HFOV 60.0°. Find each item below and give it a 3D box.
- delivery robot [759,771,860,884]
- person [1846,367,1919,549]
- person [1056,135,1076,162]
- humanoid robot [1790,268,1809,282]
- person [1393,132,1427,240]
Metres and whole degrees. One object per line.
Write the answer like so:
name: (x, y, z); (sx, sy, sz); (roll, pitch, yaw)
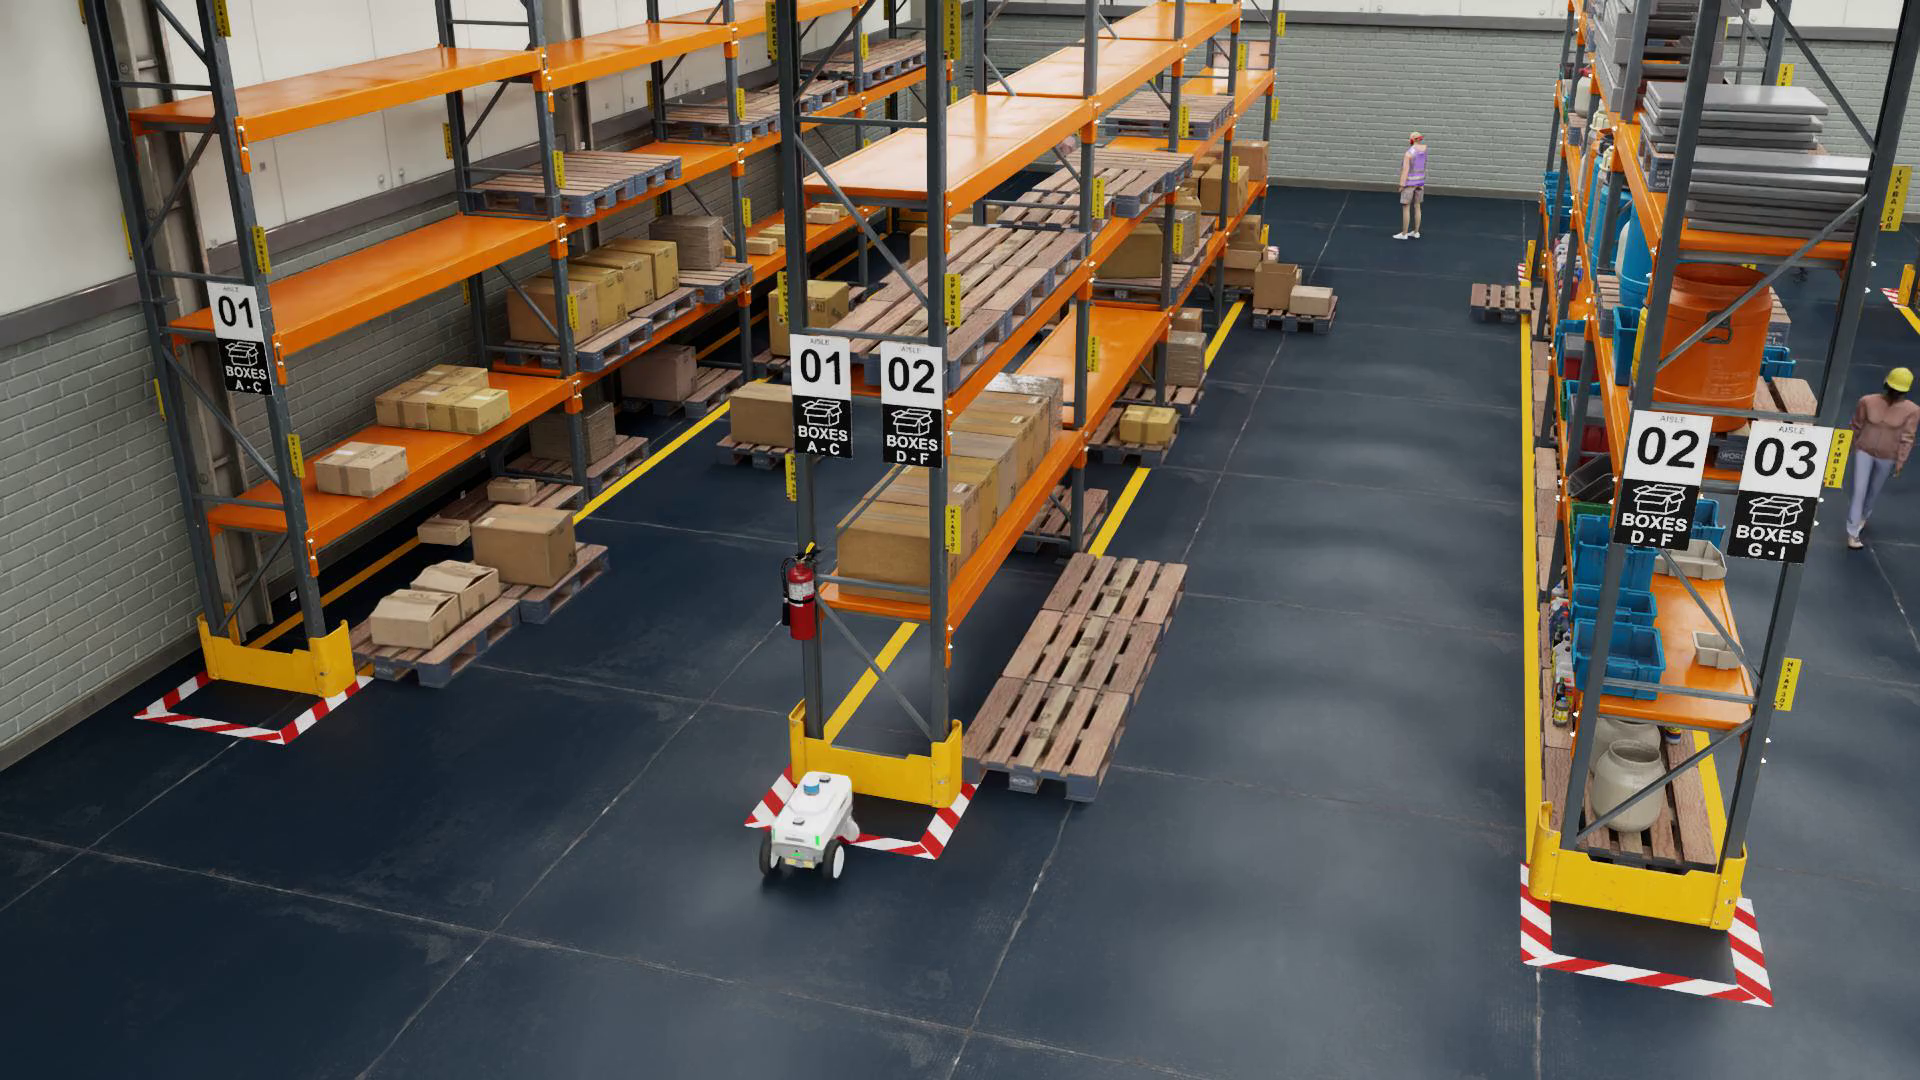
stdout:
delivery robot: (-0.937, 1.824, 10.606); (0.525, 0.613, 0.785); (6, 24, 13)
person: (8.348, -0.788, 15.162); (0.531, 1.709, 0.857); (11, 26, 24)
person: (1.724, -5.904, 26.930); (0.336, 1.798, 0.518); (6, 24, 14)
humanoid robot: (12.210, -4.556, 23.973); (0.401, 1.644, 0.585); (2, 23, 5)
person: (7.180, -5.620, 26.416); (0.489, 1.688, 0.352); (-14, 27, -29)
